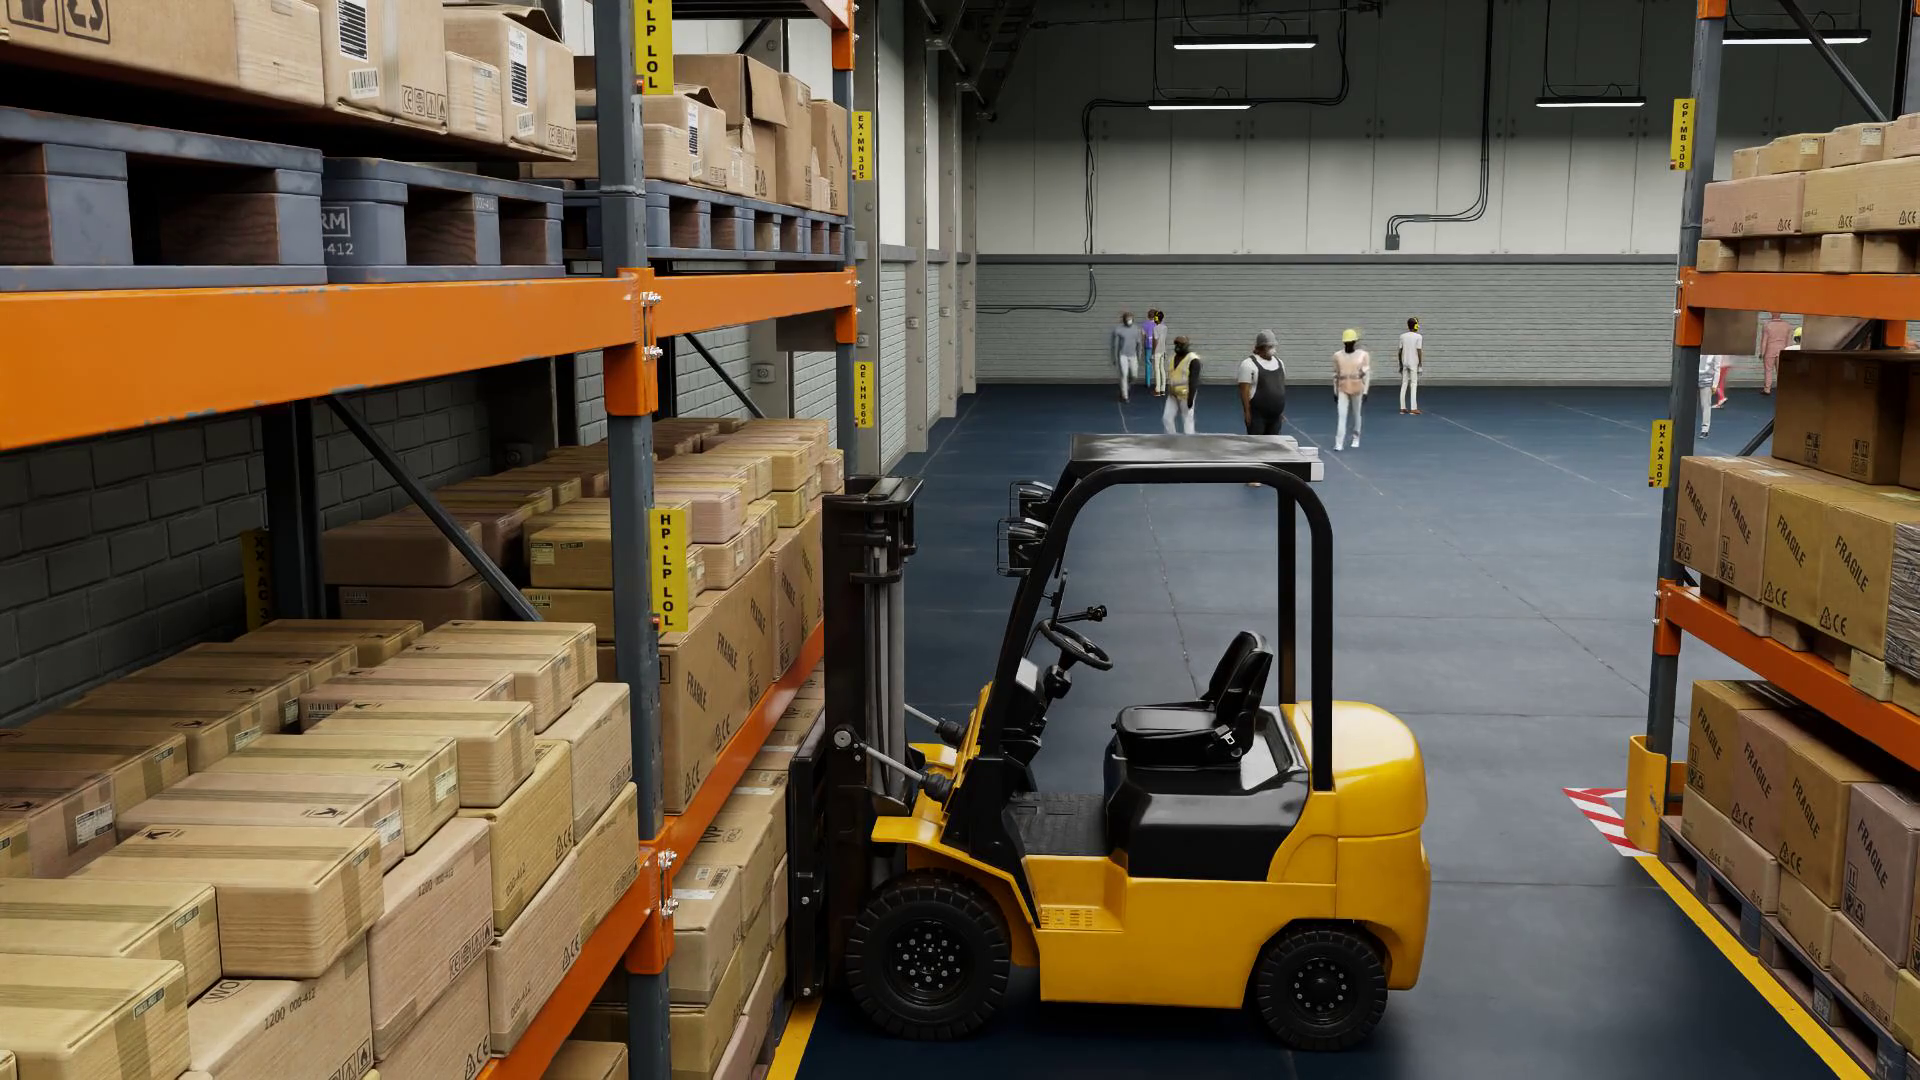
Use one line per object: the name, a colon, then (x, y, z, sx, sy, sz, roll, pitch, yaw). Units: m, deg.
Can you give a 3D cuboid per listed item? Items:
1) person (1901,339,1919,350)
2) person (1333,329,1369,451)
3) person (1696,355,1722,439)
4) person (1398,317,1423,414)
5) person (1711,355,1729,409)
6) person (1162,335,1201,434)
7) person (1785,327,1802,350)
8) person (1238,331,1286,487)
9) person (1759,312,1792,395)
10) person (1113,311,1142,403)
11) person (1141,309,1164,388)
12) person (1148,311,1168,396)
person: (13.035, -1.841, 22.965, 0.583, 1.860, 0.790, 2, 10, 13)
person: (6.098, -2.343, 25.954, 0.604, 1.881, 0.983, 5, 10, 26)
person: (12.303, -2.597, 27.640, 0.403, 1.823, 0.588, -8, 12, -41)
person: (8.715, -3.367, 32.162, 0.336, 1.873, 0.521, -8, 12, -40)
person: (15.170, -3.490, 33.261, 0.368, 1.750, 0.541, 9, 13, 43)
person: (3.247, -2.129, 24.783, 0.595, 1.823, 0.660, -7, 12, -37)
person: (14.917, -2.898, 29.625, 0.525, 1.772, 0.309, 1, 9, 9)
person: (3.976, -1.709, 21.600, 0.697, 2.000, 0.538, -5, 11, -27)
person: (18.071, -4.168, 36.921, 0.641, 1.904, 0.401, 0, 9, 2)
person: (3.489, -3.842, 34.903, 0.637, 1.925, 0.618, -2, 10, -13)
person: (4.527, -4.496, 39.104, 0.563, 1.837, 0.395, 0, 9, -2)
person: (4.371, -4.120, 36.725, 0.328, 1.872, 0.513, 7, 12, 38)
